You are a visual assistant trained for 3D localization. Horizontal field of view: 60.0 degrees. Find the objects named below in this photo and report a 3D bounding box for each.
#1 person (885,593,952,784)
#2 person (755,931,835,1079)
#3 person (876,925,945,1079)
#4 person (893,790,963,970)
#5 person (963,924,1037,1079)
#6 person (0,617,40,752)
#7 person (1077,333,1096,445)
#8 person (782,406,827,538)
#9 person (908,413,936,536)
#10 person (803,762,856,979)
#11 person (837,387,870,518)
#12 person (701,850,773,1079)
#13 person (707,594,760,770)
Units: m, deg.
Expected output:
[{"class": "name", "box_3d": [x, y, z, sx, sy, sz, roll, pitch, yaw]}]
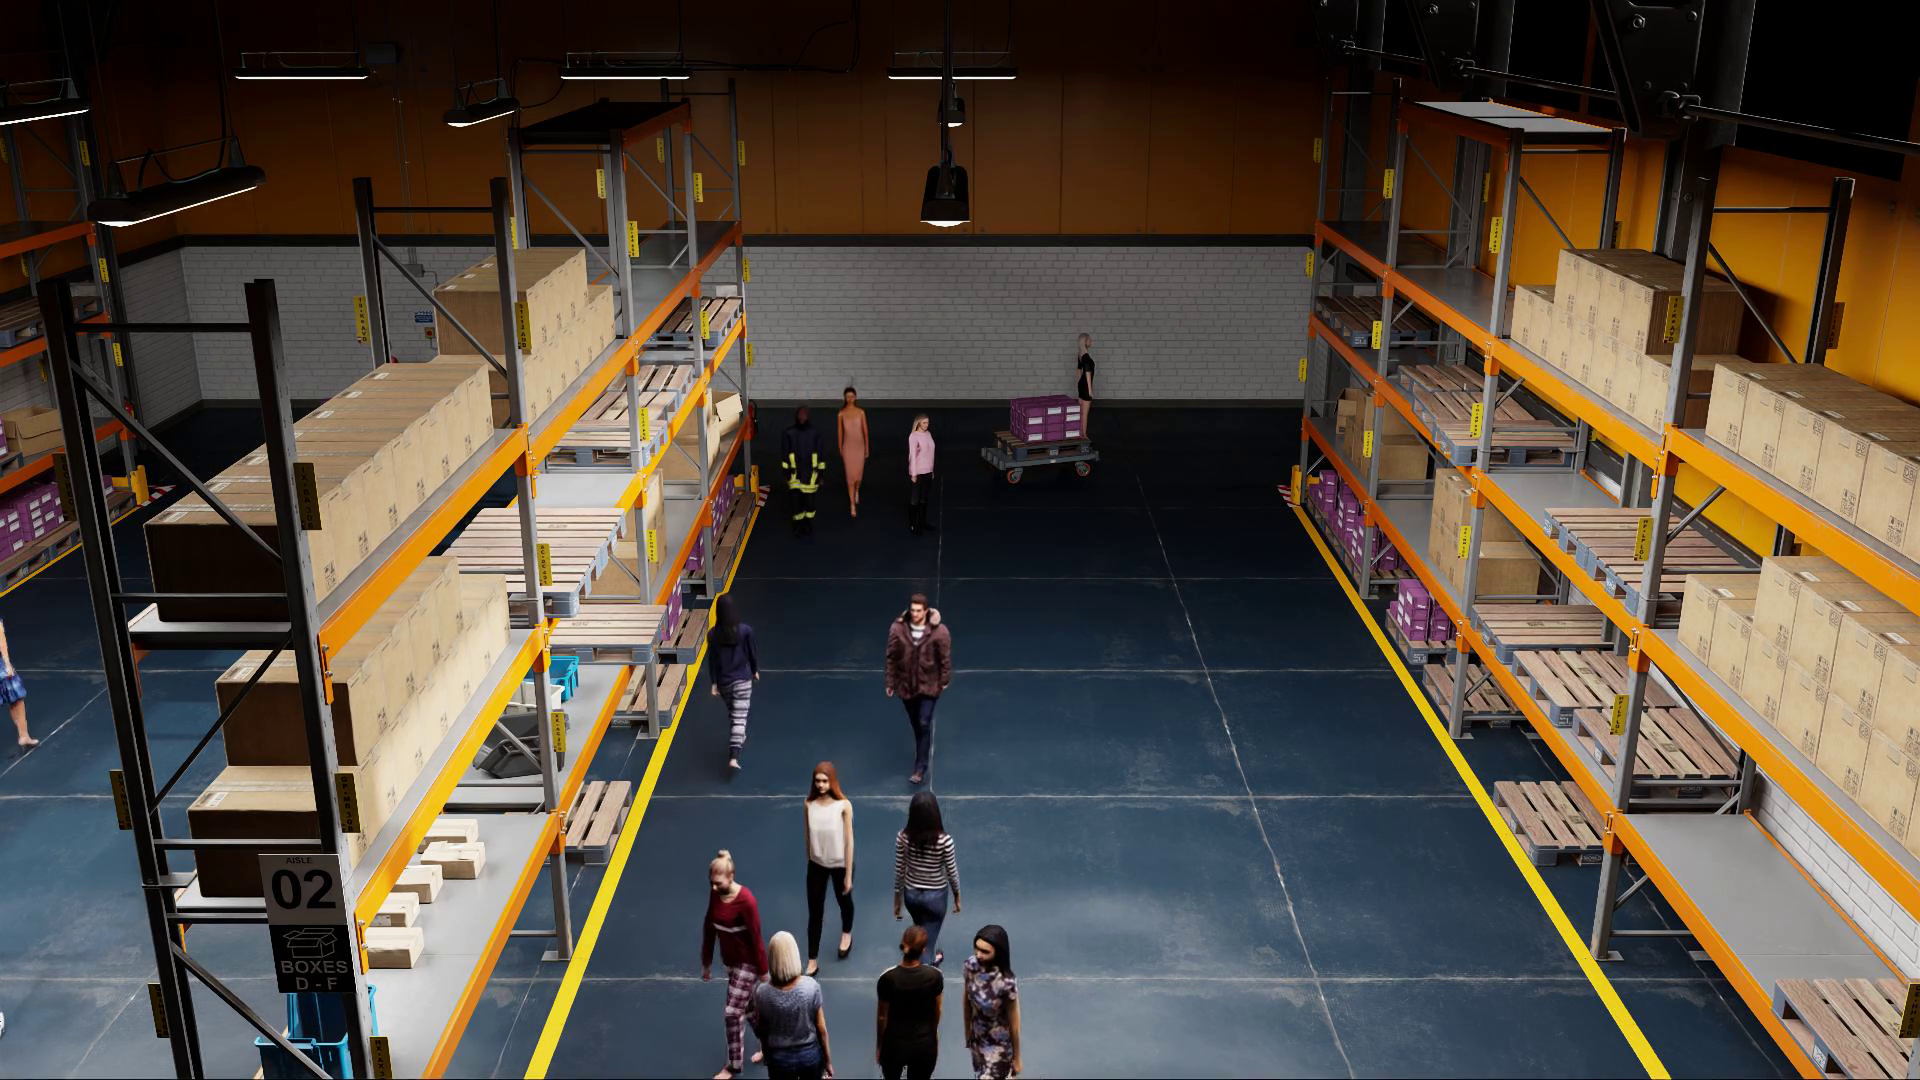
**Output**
[{"class": "person", "box_3d": [-0.378, 1.346, 15.896, 0.948, 1.802, 1.235, 5, 19, 14]}, {"class": "person", "box_3d": [-1.022, 3.284, 10.311, 0.711, 1.693, 0.930, -1, 19, -4]}, {"class": "person", "box_3d": [-0.314, 3.244, 10.500, 0.611, 1.648, 0.697, -2, 19, -6]}, {"class": "person", "box_3d": [-0.271, 2.696, 11.971, 0.811, 1.748, 1.160, 5, 19, 14]}, {"class": "person", "box_3d": [0.270, 3.186, 10.577, 1.008, 1.708, 1.079, 16, 24, 39]}, {"class": "person", "box_3d": [-9.397, 1.319, 16.017, 0.883, 1.776, 1.141, 8, 20, 22]}, {"class": "person", "box_3d": [2.041, -2.487, 27.234, 0.690, 1.829, 0.532, -5, 19, -16]}, {"class": "person", "box_3d": [-2.141, -0.984, 22.804, 0.784, 1.809, 0.895, -1, 19, -4]}, {"class": "person", "box_3d": [-0.549, -0.930, 22.837, 0.746, 1.686, 0.667, 15, 23, 37]}, {"class": "person", "box_3d": [-0.958, 2.459, 12.769, 0.754, 1.689, 1.036, 4, 19, 12]}, {"class": "person", "box_3d": [-1.508, -1.285, 23.734, 0.713, 1.786, 1.150, -3, 19, -9]}, {"class": "person", "box_3d": [-1.457, 2.876, 11.534, 0.903, 1.685, 0.966, 16, 24, 39]}, {"class": "person", "box_3d": [-2.171, 1.386, 15.950, 0.628, 1.692, 1.091, 1, 19, 4]}]
